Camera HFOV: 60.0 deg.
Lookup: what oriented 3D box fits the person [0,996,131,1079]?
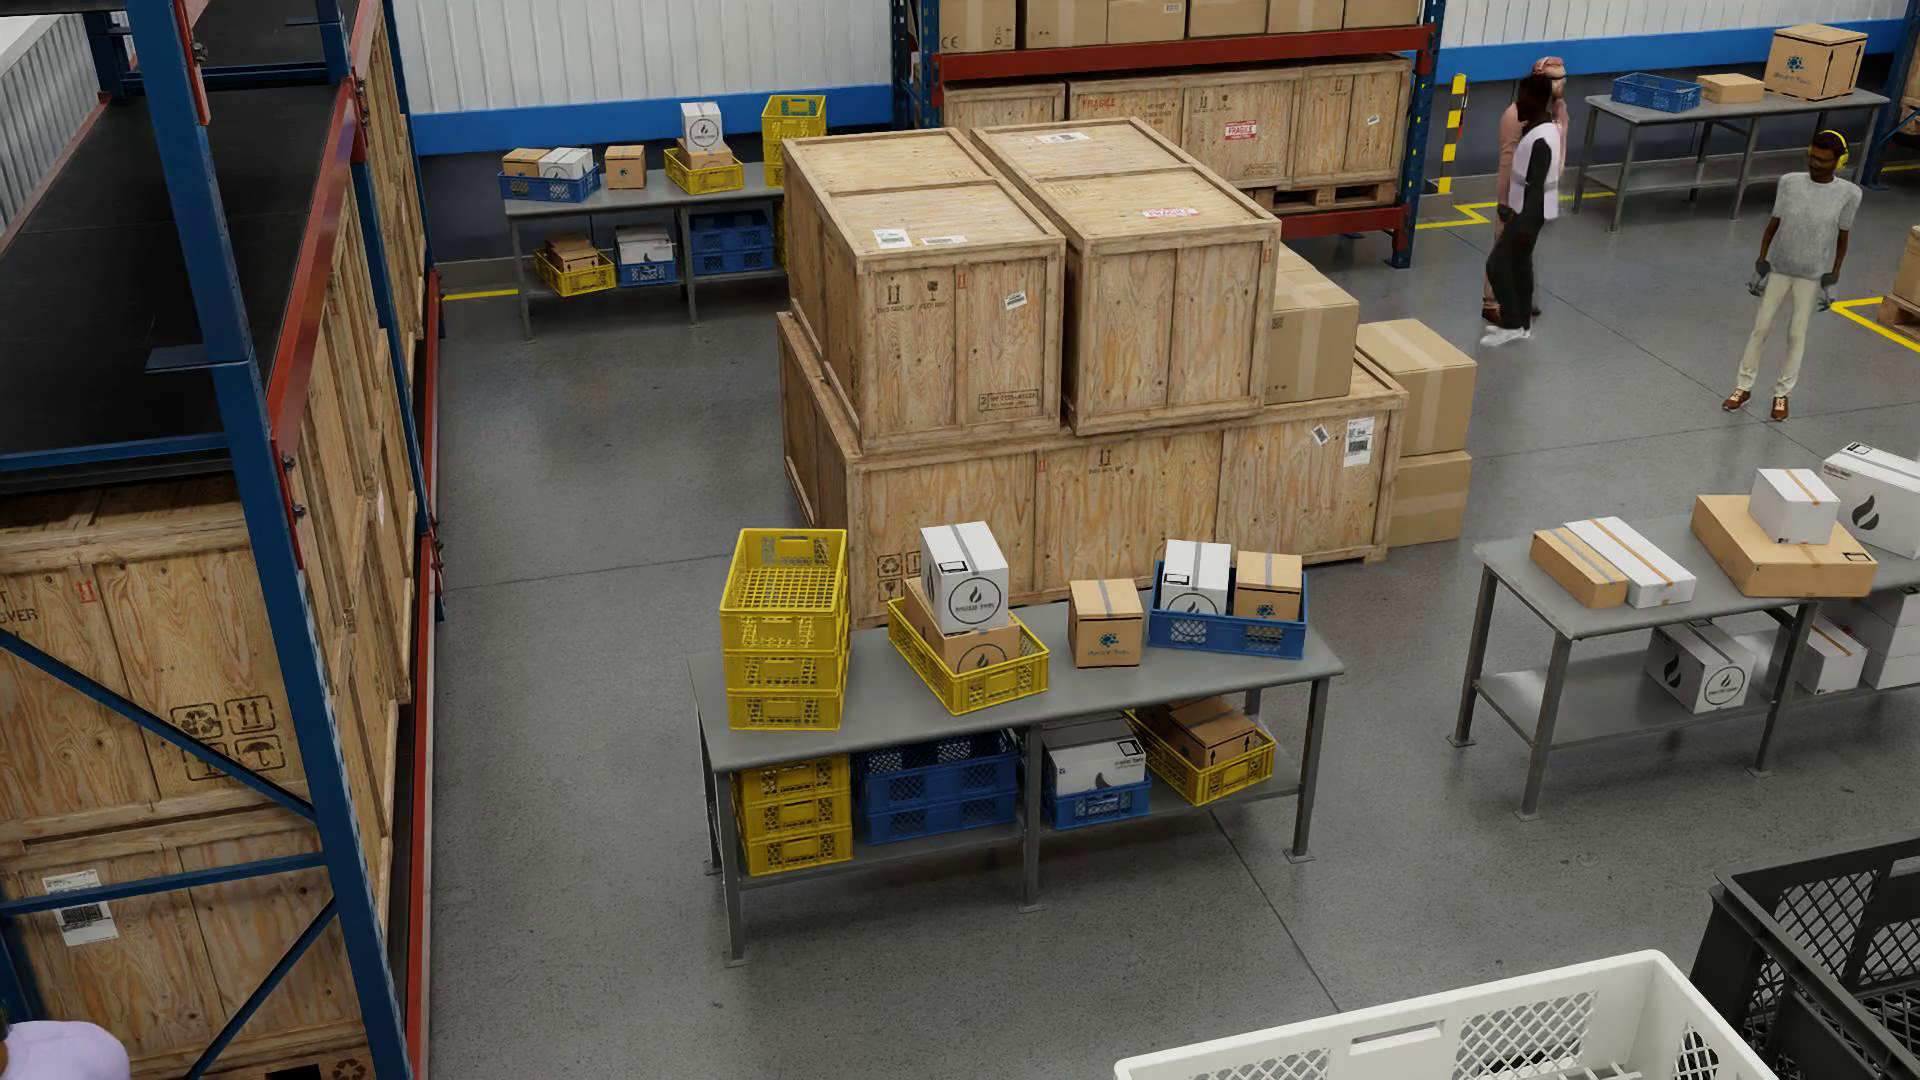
[{"bbox_3d":[-2.272,1.794,4.127,0.627,1.933,0.367,-18,34,-29],"label":"person"}]

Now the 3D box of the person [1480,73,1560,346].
[{"bbox_3d":[3.891,-2.262,11.536,0.527,1.898,0.644,7,30,12],"label":"person"}]

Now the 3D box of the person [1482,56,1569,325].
[{"bbox_3d":[4.091,-2.500,11.939,0.645,1.913,0.409,-22,36,-34],"label":"person"}]

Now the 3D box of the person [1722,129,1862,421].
[{"bbox_3d":[5.256,-1.660,10.466,0.517,1.862,0.327,18,34,30],"label":"person"}]
